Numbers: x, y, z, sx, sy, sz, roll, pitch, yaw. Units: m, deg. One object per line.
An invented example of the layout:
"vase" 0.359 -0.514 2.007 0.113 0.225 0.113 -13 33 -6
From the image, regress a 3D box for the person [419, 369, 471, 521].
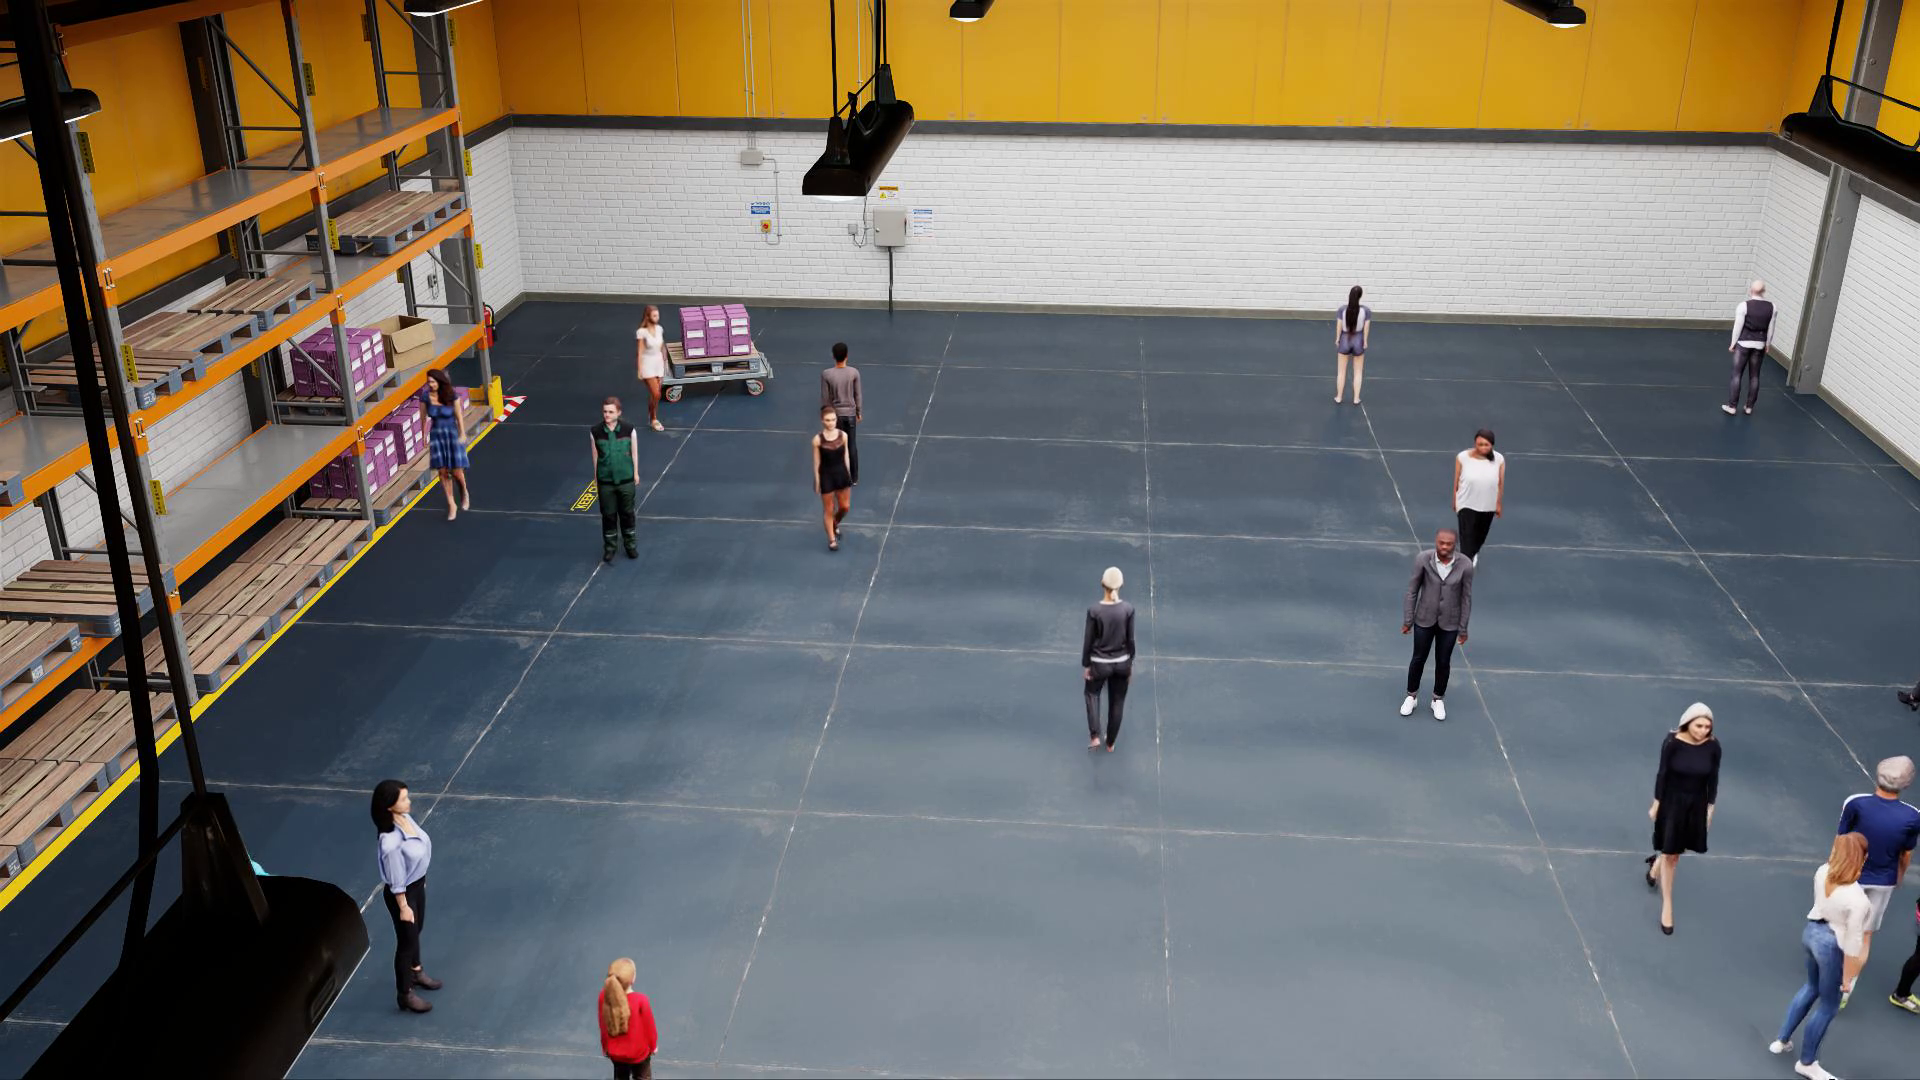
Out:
"person" -5.835 -1.106 18.965 0.667 1.793 0.666 1 24 2

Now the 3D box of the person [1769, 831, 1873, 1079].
"person" 5.482 2.606 10.564 0.783 1.721 0.598 2 24 5

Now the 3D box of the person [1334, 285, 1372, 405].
"person" 5.355 -2.669 22.720 0.621 1.650 0.554 6 24 13

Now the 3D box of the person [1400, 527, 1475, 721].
"person" 4.234 0.720 14.760 0.775 1.816 0.659 7 25 16

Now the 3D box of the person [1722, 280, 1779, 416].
"person" 10.588 -2.582 22.305 0.674 1.822 0.559 2 24 4

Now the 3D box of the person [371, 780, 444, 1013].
"person" -3.711 2.355 11.109 0.733 1.744 0.553 -2 24 -5

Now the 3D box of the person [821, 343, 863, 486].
"person" -1.411 -1.496 19.893 0.699 1.764 0.629 -3 24 -6

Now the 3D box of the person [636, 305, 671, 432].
"person" -4.083 -2.266 21.764 0.793 1.677 0.728 19 30 37

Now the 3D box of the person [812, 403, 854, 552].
"person" -1.419 -0.703 18.201 0.706 1.667 0.749 -9 25 -20

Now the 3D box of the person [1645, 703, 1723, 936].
"person" 5.228 1.938 12.086 0.588 1.725 0.955 3 24 6

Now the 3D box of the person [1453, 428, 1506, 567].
"person" 5.453 -0.390 17.498 0.677 1.656 1.072 3 24 7

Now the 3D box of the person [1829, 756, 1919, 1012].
"person" 6.062 2.324 11.133 0.890 1.781 1.225 9 25 19

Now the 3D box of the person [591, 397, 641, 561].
"person" -3.707 -0.674 17.917 0.700 1.841 0.673 -5 24 -11

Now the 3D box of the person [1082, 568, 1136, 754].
"person" 1.277 1.064 14.100 0.633 1.714 0.638 0 24 -1

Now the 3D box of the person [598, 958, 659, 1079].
"person" -2.015 3.094 10.007 0.553 1.271 0.695 6 24 13
